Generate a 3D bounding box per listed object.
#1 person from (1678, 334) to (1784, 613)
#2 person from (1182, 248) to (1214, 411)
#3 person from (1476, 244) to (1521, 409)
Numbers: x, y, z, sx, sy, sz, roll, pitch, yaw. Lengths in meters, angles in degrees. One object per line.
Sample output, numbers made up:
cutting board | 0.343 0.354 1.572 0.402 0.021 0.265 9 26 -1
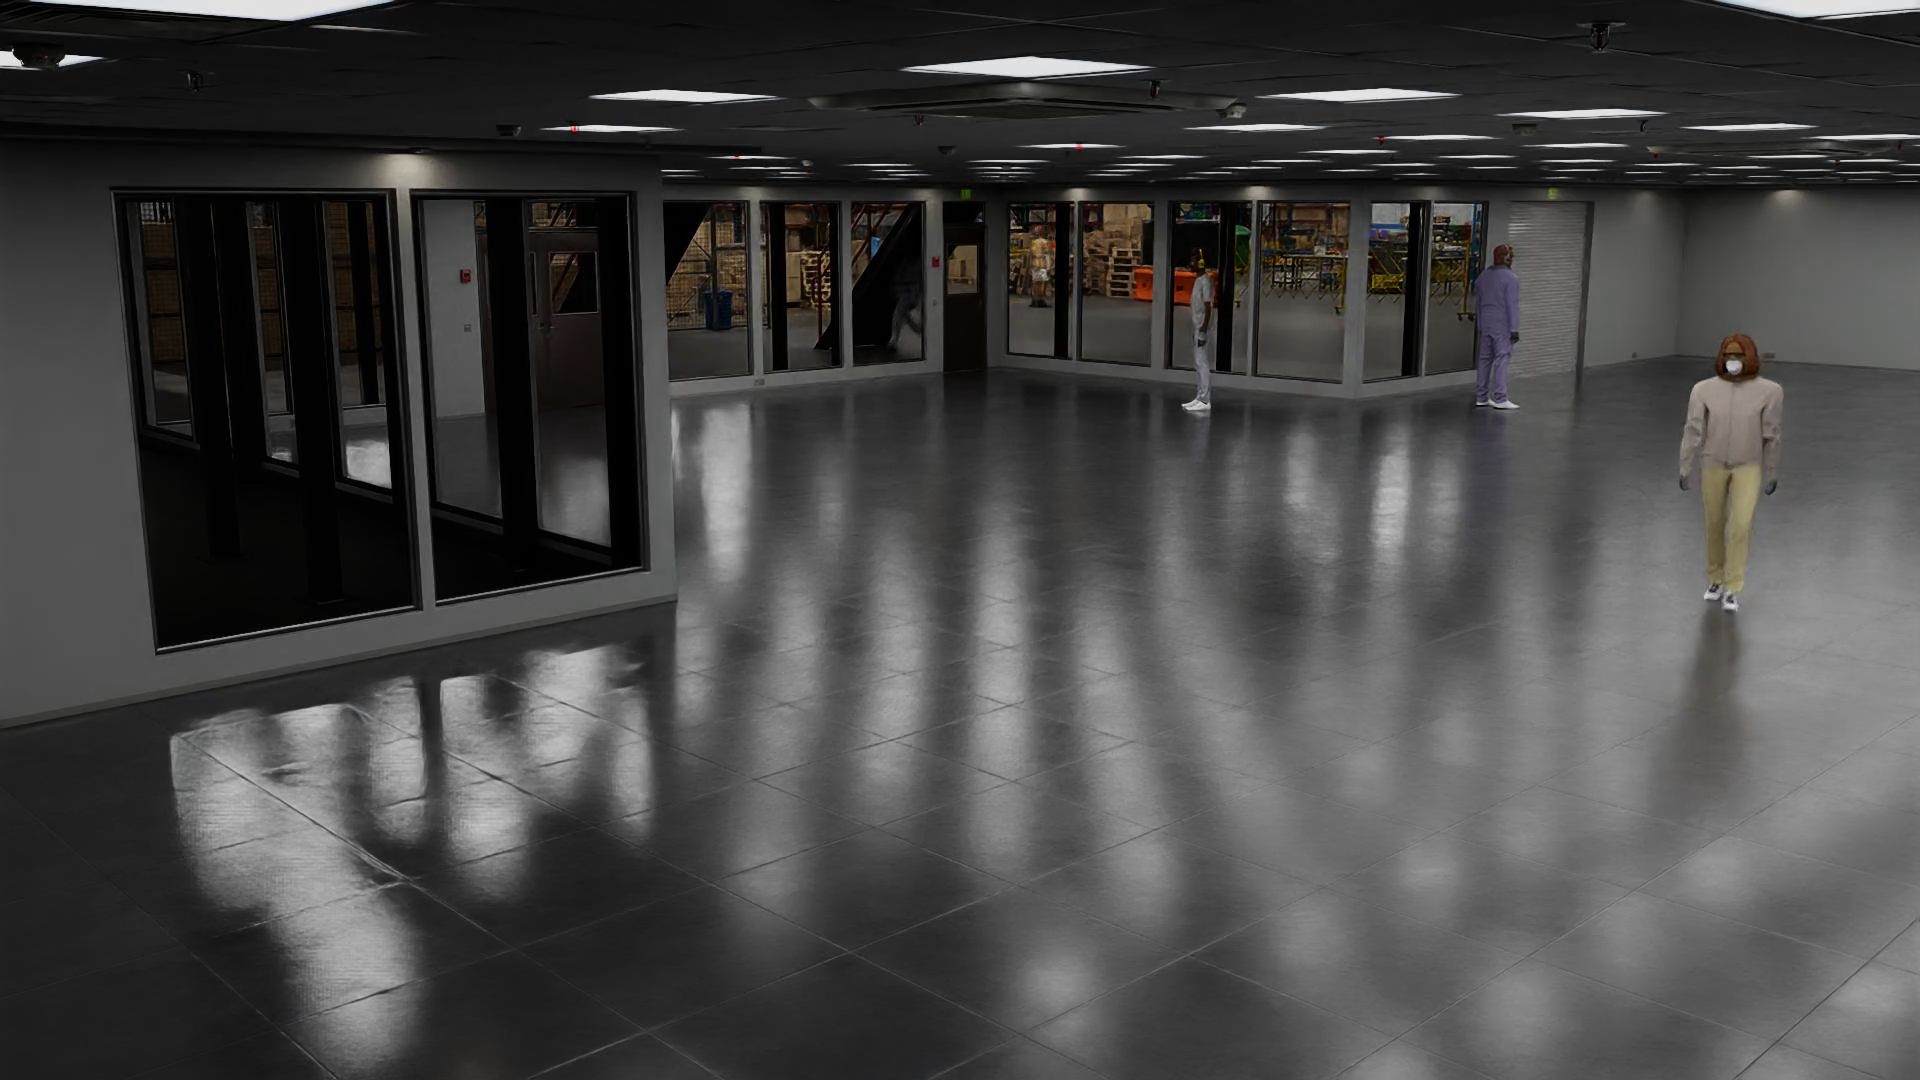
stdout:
person | 4.449 -0.384 9.653 0.522 1.598 0.780 7 13 32
person | 2.764 -2.425 19.225 0.312 1.865 0.536 0 11 0
person | 6.298 -2.484 19.405 0.410 1.909 0.643 -5 12 -24
